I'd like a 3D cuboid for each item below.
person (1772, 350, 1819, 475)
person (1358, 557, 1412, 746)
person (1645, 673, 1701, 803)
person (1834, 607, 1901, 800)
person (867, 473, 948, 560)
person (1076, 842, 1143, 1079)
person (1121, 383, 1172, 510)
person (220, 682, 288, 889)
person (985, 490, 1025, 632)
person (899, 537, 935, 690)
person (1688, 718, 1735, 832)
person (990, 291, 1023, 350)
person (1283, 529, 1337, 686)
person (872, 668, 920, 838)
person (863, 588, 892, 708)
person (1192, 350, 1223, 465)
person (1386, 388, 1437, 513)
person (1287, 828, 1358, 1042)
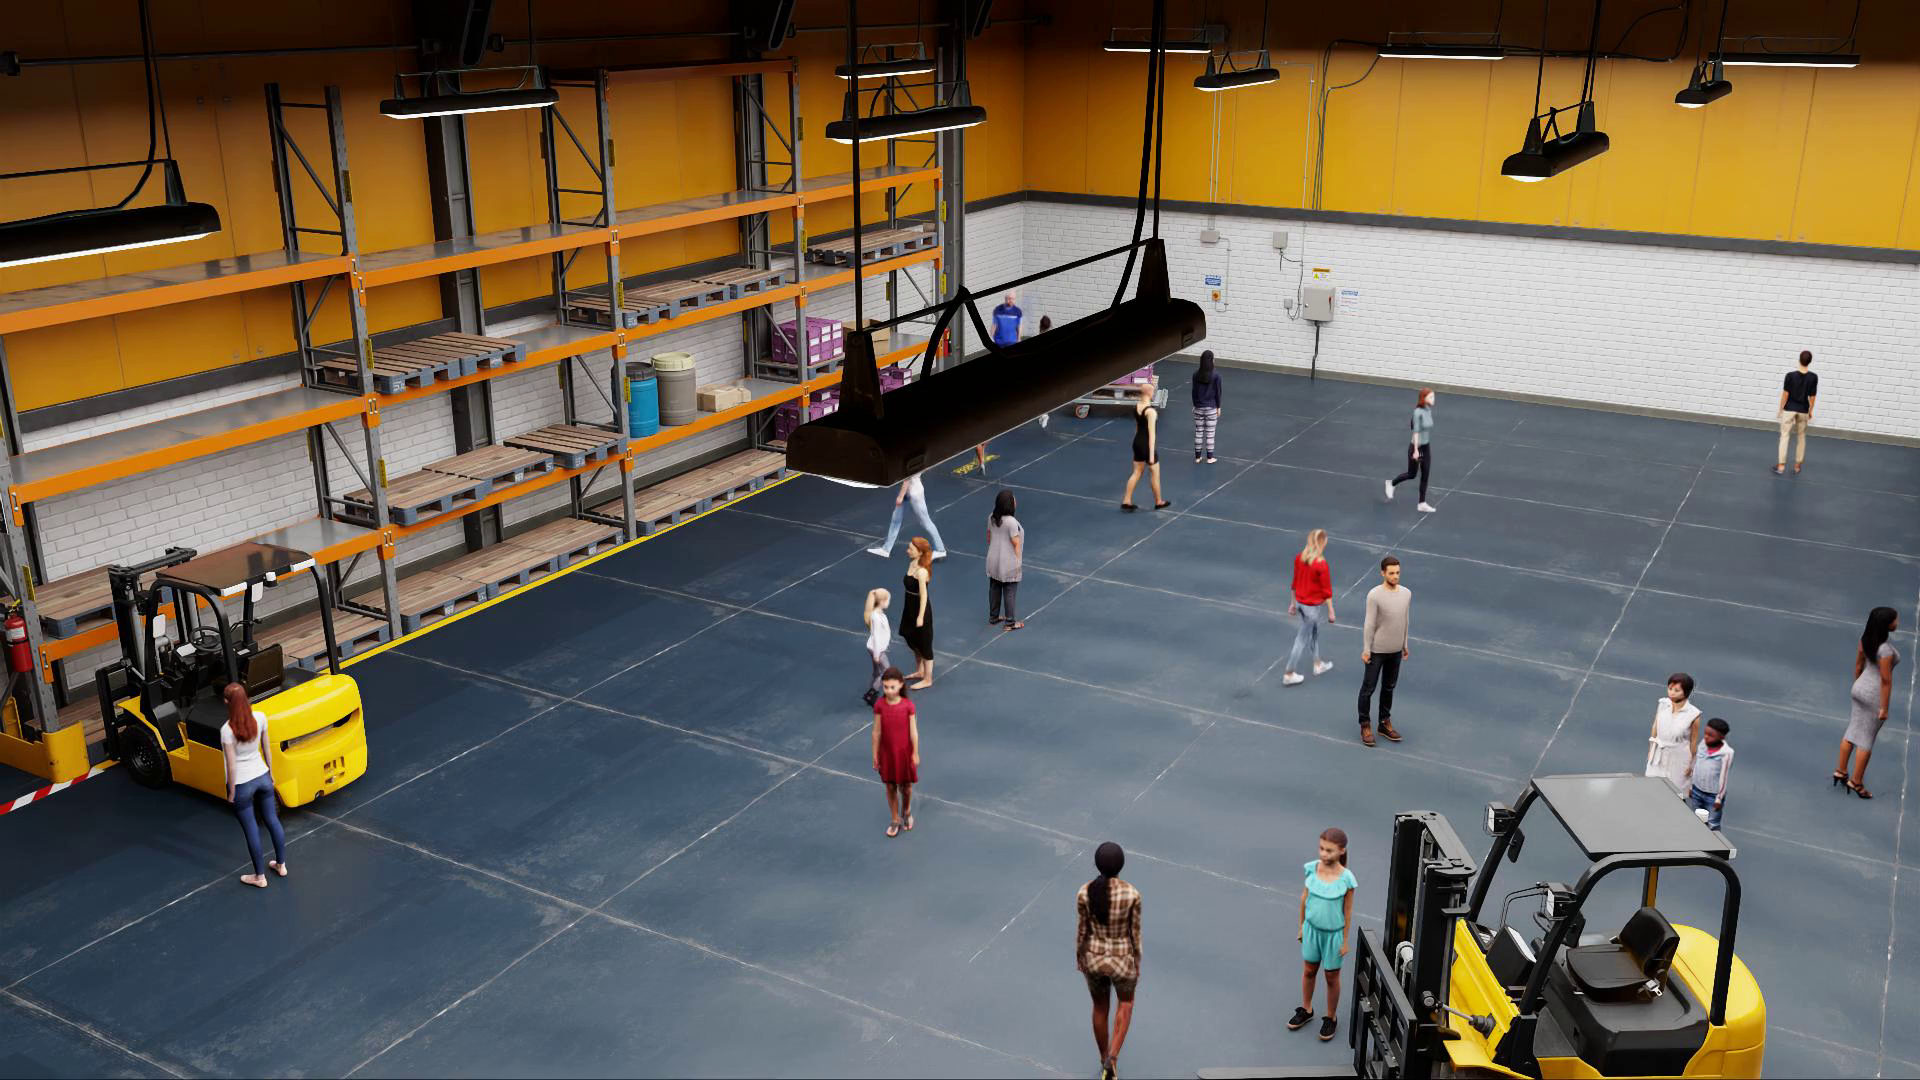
[{"bbox_3d":[12.418,-1.901,24.694,0.702,1.857,0.656,3,19,8],"label":"person"},{"bbox_3d":[4.071,1.038,15.950,0.723,1.867,0.806,-7,20,-19],"label":"person"},{"bbox_3d":[6.029,1.836,14.073,0.615,1.554,0.623,-17,25,-41],"label":"person"},{"bbox_3d":[8.136,1.438,14.898,0.739,1.780,0.646,-1,19,-4],"label":"person"},{"bbox_3d":[-0.507,-0.578,20.860,1.223,1.798,1.212,-3,19,-10],"label":"person"},{"bbox_3d":[0.965,2.814,10.809,0.691,1.784,0.768,4,19,13],"label":"person"},{"bbox_3d":[2.467,-1.248,22.861,1.120,1.790,0.983,-10,21,-27],"label":"person"},{"bbox_3d":[-5.710,1.965,13.401,0.627,1.738,0.472,12,22,32],"label":"person"},{"bbox_3d":[0.497,0.213,18.803,0.734,1.611,0.704,-17,25,-41],"label":"person"},{"bbox_3d":[-0.420,0.742,17.211,0.736,1.624,0.681,-6,19,-16],"label":"person"},{"bbox_3d":[6.258,2.064,13.860,0.619,1.258,0.572,-8,20,-23],"label":"person"},{"bbox_3d":[0.827,-3.531,29.656,0.957,1.780,1.255,4,19,13],"label":"person"},{"bbox_3d":[3.538,0.723,17.185,1.030,1.676,0.906,-9,21,-26],"label":"person"},{"bbox_3d":[-0.530,1.782,14.255,0.674,1.539,0.747,2,19,7],"label":"person"},{"bbox_3d":[-0.889,1.098,16.717,0.674,1.265,0.598,-2,19,-4],"label":"person"},{"bbox_3d":[3.735,-2.023,25.253,0.623,1.732,0.535,8,20,23],"label":"person"},{"bbox_3d":[6.270,-1.243,22.951,1.022,1.722,0.864,-16,24,-39],"label":"person"},{"bbox_3d":[2.528,2.697,11.509,0.567,1.558,0.566,13,23,34],"label":"person"}]
